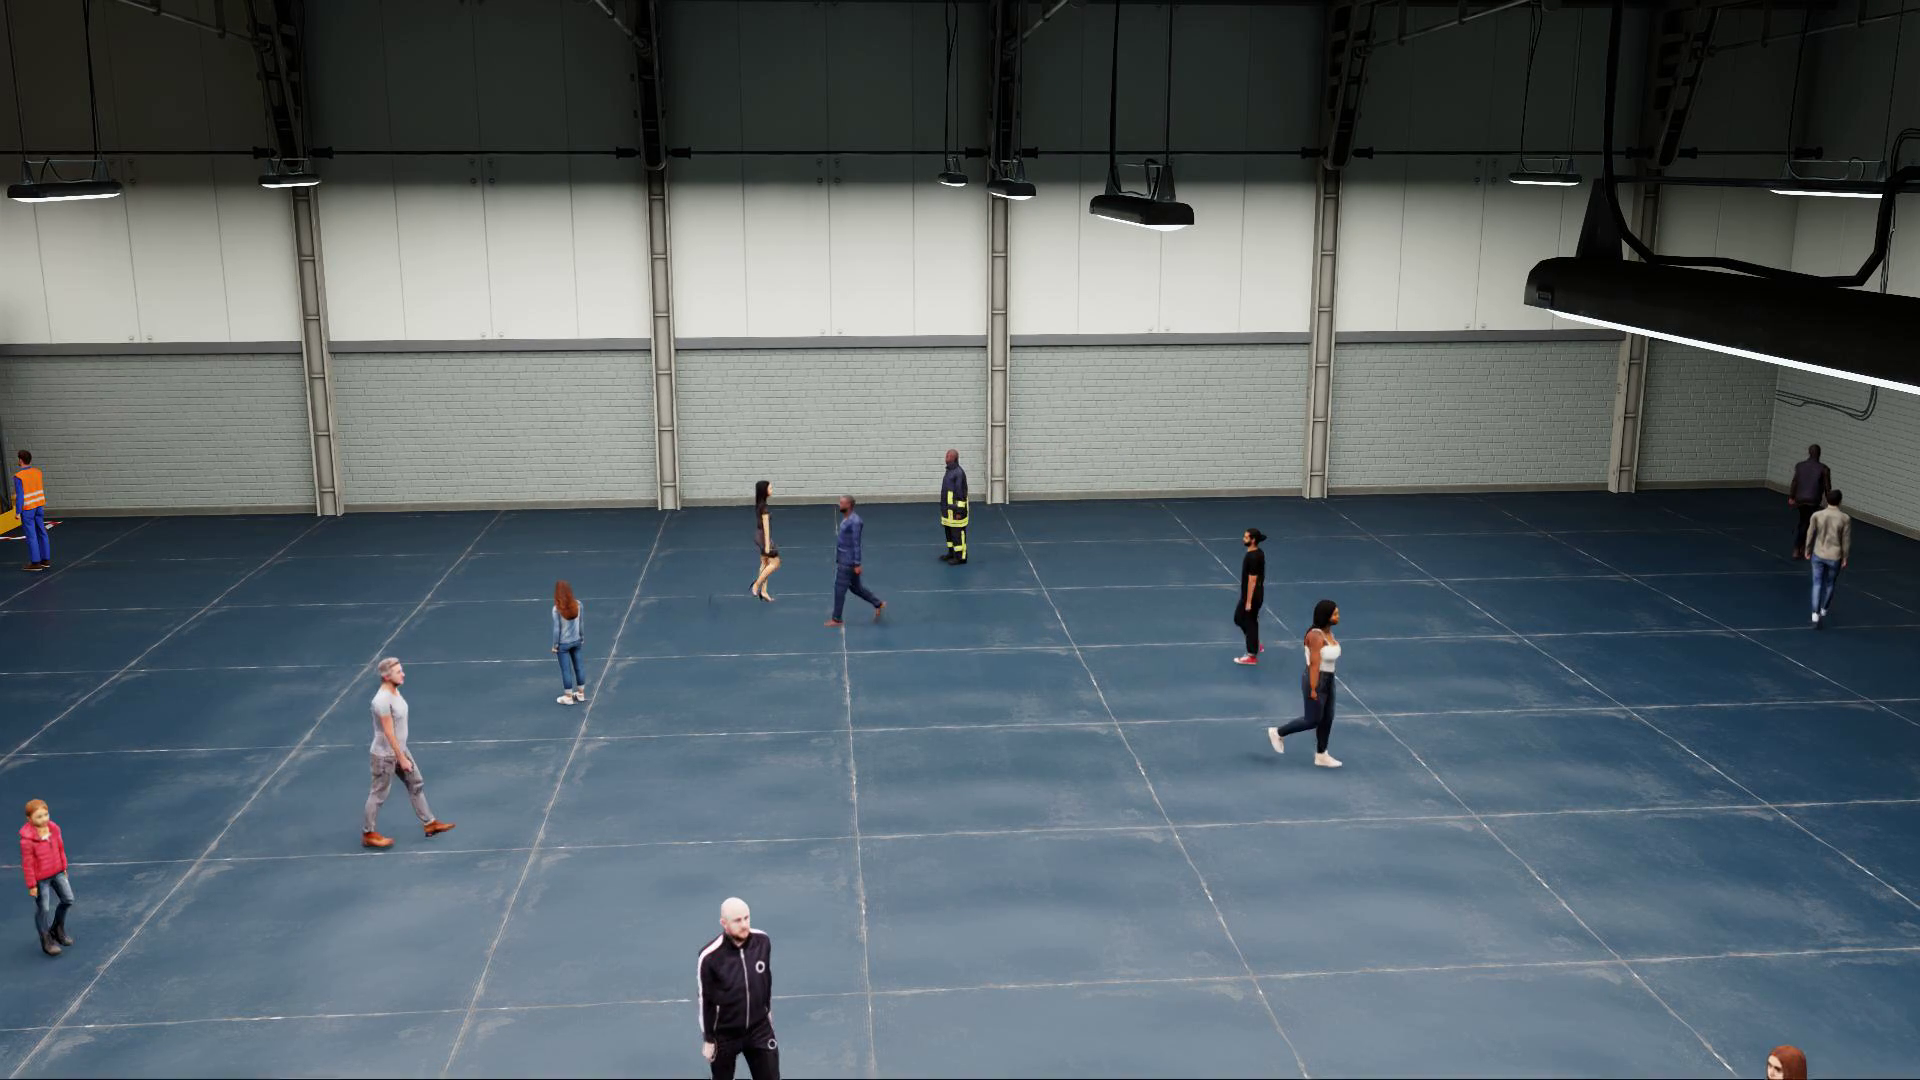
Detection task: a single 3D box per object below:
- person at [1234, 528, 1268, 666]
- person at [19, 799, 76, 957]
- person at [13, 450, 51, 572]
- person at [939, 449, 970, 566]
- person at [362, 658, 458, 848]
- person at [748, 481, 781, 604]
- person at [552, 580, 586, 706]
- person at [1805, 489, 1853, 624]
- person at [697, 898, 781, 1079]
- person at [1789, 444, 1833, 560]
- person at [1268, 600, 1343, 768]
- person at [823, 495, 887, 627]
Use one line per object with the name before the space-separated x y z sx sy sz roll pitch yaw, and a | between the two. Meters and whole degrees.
person | 3.729 0.708 20.806 0.700 1.754 0.703 2 13 8
person | -7.347 2.677 13.292 0.647 1.309 0.617 6 14 25
person | -14.334 -0.472 25.658 0.703 1.864 0.748 2 13 11
person | -0.081 -0.539 26.047 0.775 1.820 0.819 -5 14 -21
person | -5.330 1.972 15.261 1.057 1.793 0.722 0 13 -1
person | -2.857 0.047 23.605 0.741 1.779 0.701 -4 14 -16
person | -4.552 1.184 19.367 0.621 1.477 0.701 -12 18 -43
person | 11.747 0.261 22.578 1.236 1.827 1.202 8 15 30
person | -1.443 3.069 10.489 0.998 1.811 0.990 -8 15 -30
person | 13.366 -0.596 26.314 1.065 1.810 0.951 -8 15 -31
person | 3.634 1.500 17.309 1.111 1.789 0.993 8 15 30
person | -1.414 0.284 22.561 1.172 1.789 0.817 -3 13 -15
